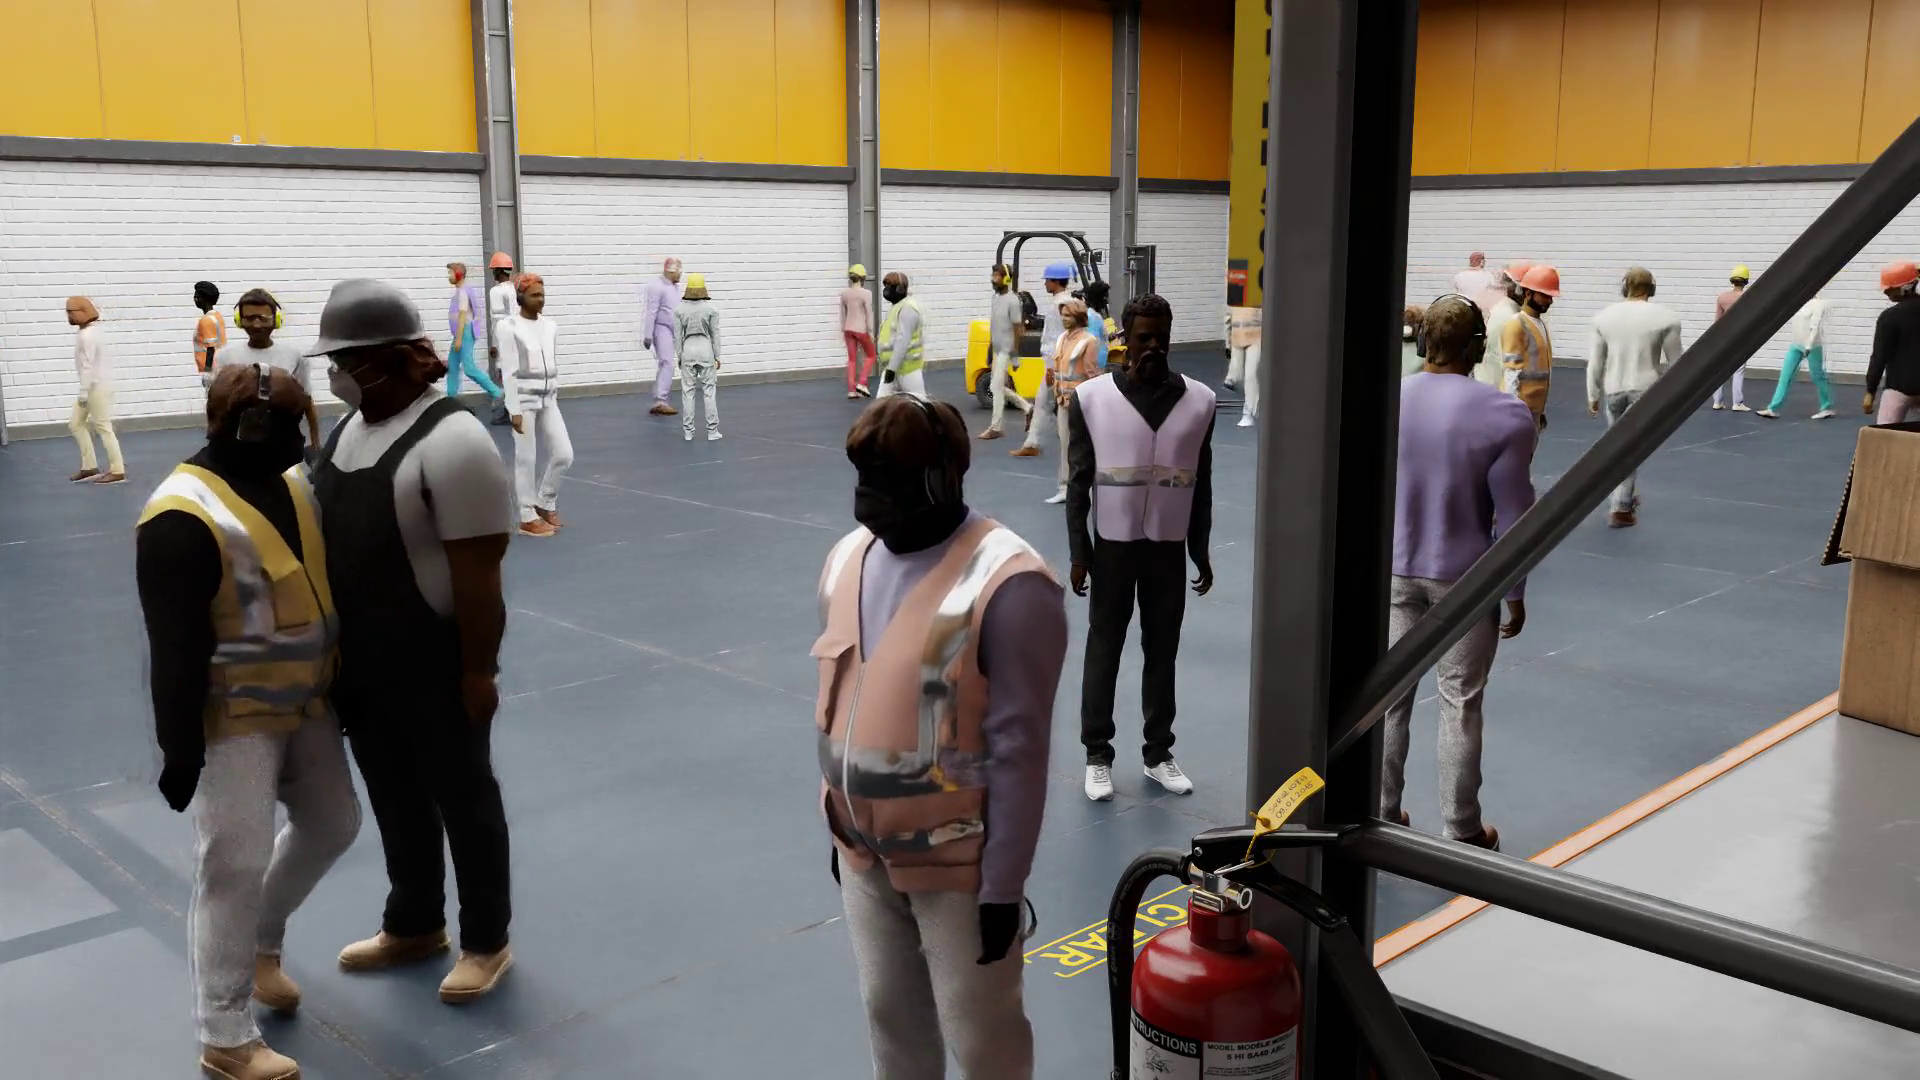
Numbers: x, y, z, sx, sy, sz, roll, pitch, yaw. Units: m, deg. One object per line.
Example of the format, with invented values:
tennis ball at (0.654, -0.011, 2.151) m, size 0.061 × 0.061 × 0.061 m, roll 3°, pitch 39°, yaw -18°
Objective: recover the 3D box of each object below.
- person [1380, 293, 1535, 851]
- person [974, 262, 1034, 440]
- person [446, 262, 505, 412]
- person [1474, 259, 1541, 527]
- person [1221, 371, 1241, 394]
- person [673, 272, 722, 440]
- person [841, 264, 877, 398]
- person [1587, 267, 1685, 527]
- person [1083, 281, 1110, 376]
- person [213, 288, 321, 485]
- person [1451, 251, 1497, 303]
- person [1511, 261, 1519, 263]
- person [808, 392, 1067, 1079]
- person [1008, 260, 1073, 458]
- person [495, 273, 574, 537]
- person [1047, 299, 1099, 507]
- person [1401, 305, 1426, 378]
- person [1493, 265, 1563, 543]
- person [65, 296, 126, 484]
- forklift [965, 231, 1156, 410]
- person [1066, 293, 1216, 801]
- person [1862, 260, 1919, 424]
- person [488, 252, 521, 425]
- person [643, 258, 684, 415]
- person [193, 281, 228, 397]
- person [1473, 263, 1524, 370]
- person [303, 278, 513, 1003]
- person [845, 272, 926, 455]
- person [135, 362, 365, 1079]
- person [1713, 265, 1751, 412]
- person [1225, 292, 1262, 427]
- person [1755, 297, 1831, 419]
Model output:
person at (1.628, 0.137, 5.674) m, size 0.636 × 1.938 × 0.358 m, roll 7°, pitch 13°, yaw 34°
person at (0.490, -1.976, 17.449) m, size 0.701 × 1.848 × 0.524 m, roll -4°, pitch 11°, yaw -22°
person at (-5.946, -2.433, 20.014) m, size 0.757 × 1.830 × 0.597 m, roll -5°, pitch 11°, yaw -24°
person at (3.971, -1.047, 12.088) m, size 0.501 × 1.954 × 0.636 m, roll 3°, pitch 11°, yaw 16°
person at (3.994, -2.839, 22.365) m, size 0.980 × 1.785 × 0.584 m, roll -1°, pitch 10°, yaw -8°
person at (-2.732, -1.911, 17.374) m, size 0.487 × 1.746 × 0.288 m, roll 0°, pitch 10°, yaw 1°
person at (-1.324, -2.726, 21.777) m, size 0.559 × 1.747 × 0.412 m, roll 7°, pitch 13°, yaw 35°
person at (5.048, -1.075, 12.401) m, size 0.666 × 1.881 × 1.006 m, roll 9°, pitch 14°, yaw 39°
person at (1.324, -1.739, 16.584) m, size 0.398 × 1.681 × 0.550 m, roll 1°, pitch 10°, yaw 4°
person at (-3.806, -0.448, 9.120) m, size 0.529 × 1.844 × 0.581 m, roll -2°, pitch 11°, yaw -10°
person at (7.335, -3.155, 23.721) m, size 0.650 × 1.904 × 0.401 m, roll 7°, pitch 12°, yaw 33°
person at (6.643, -2.422, 19.937) m, size 0.413 × 1.822 × 0.614 m, roll 2°, pitch 11°, yaw 12°
person at (-0.076, 0.619, 3.345) m, size 0.431 × 1.836 × 0.617 m, roll -10°, pitch 14°, yaw -44°
person at (0.969, -1.686, 15.723) m, size 0.977 × 1.905 × 0.619 m, roll 2°, pitch 11°, yaw 9°
person at (-2.998, -0.937, 11.727) m, size 0.430 × 1.868 × 0.581 m, roll 7°, pitch 12°, yaw 34°
person at (0.898, -1.066, 13.057) m, size 0.310 × 1.636 × 0.522 m, roll -6°, pitch 12°, yaw -30°
person at (3.344, -0.961, 12.545) m, size 0.522 × 1.607 × 0.623 m, roll 6°, pitch 12°, yaw 30°
person at (3.908, -0.913, 11.434) m, size 0.374 × 1.928 × 0.542 m, roll 8°, pitch 13°, yaw 38°
person at (-7.496, -1.272, 14.227) m, size 0.577 × 1.609 × 0.527 m, roll -5°, pitch 12°, yaw -27°
forklift at (1.222, -2.721, 20.561) m, size 2.313 × 2.155 × 1.214 m, roll 2°, pitch 11°, yaw 13°
person at (0.688, 0.024, 6.346) m, size 0.592 × 1.920 × 0.392 m, roll -2°, pitch 11°, yaw -13°
person at (7.288, -1.156, 12.730) m, size 0.687 × 1.947 × 0.490 m, roll -2°, pitch 11°, yaw -11°
person at (-5.114, -2.255, 18.723) m, size 0.356 × 1.939 × 0.543 m, roll 3°, pitch 11°, yaw 18°
person at (-3.498, -2.431, 19.883) m, size 0.507 × 1.863 × 0.720 m, roll 2°, pitch 11°, yaw 11°
person at (-7.165, -1.627, 15.954) m, size 0.319 × 1.697 × 0.532 m, roll -3°, pitch 11°, yaw -14°
person at (5.110, -1.729, 16.053) m, size 0.780 × 1.870 × 0.693 m, roll -4°, pitch 11°, yaw -19°
person at (-1.562, 0.276, 4.637) m, size 0.701 × 2.000 × 0.535 m, roll 9°, pitch 14°, yaw 41°
person at (-0.567, -1.617, 15.664) m, size 0.986 × 1.796 × 0.638 m, roll -4°, pitch 11°, yaw -20°
person at (-1.847, 0.451, 4.309) m, size 0.457 × 1.820 × 0.637 m, roll 1°, pitch 10°, yaw 7°
person at (9.431, -2.446, 20.223) m, size 0.297 × 1.772 × 0.533 m, roll -7°, pitch 12°, yaw -33°
person at (3.257, -2.232, 18.701) m, size 0.592 × 1.906 × 0.587 m, roll 8°, pitch 13°, yaw 39°
person at (9.775, -2.246, 19.280) m, size 0.912 × 1.723 × 0.525 m, roll -3°, pitch 11°, yaw -16°
